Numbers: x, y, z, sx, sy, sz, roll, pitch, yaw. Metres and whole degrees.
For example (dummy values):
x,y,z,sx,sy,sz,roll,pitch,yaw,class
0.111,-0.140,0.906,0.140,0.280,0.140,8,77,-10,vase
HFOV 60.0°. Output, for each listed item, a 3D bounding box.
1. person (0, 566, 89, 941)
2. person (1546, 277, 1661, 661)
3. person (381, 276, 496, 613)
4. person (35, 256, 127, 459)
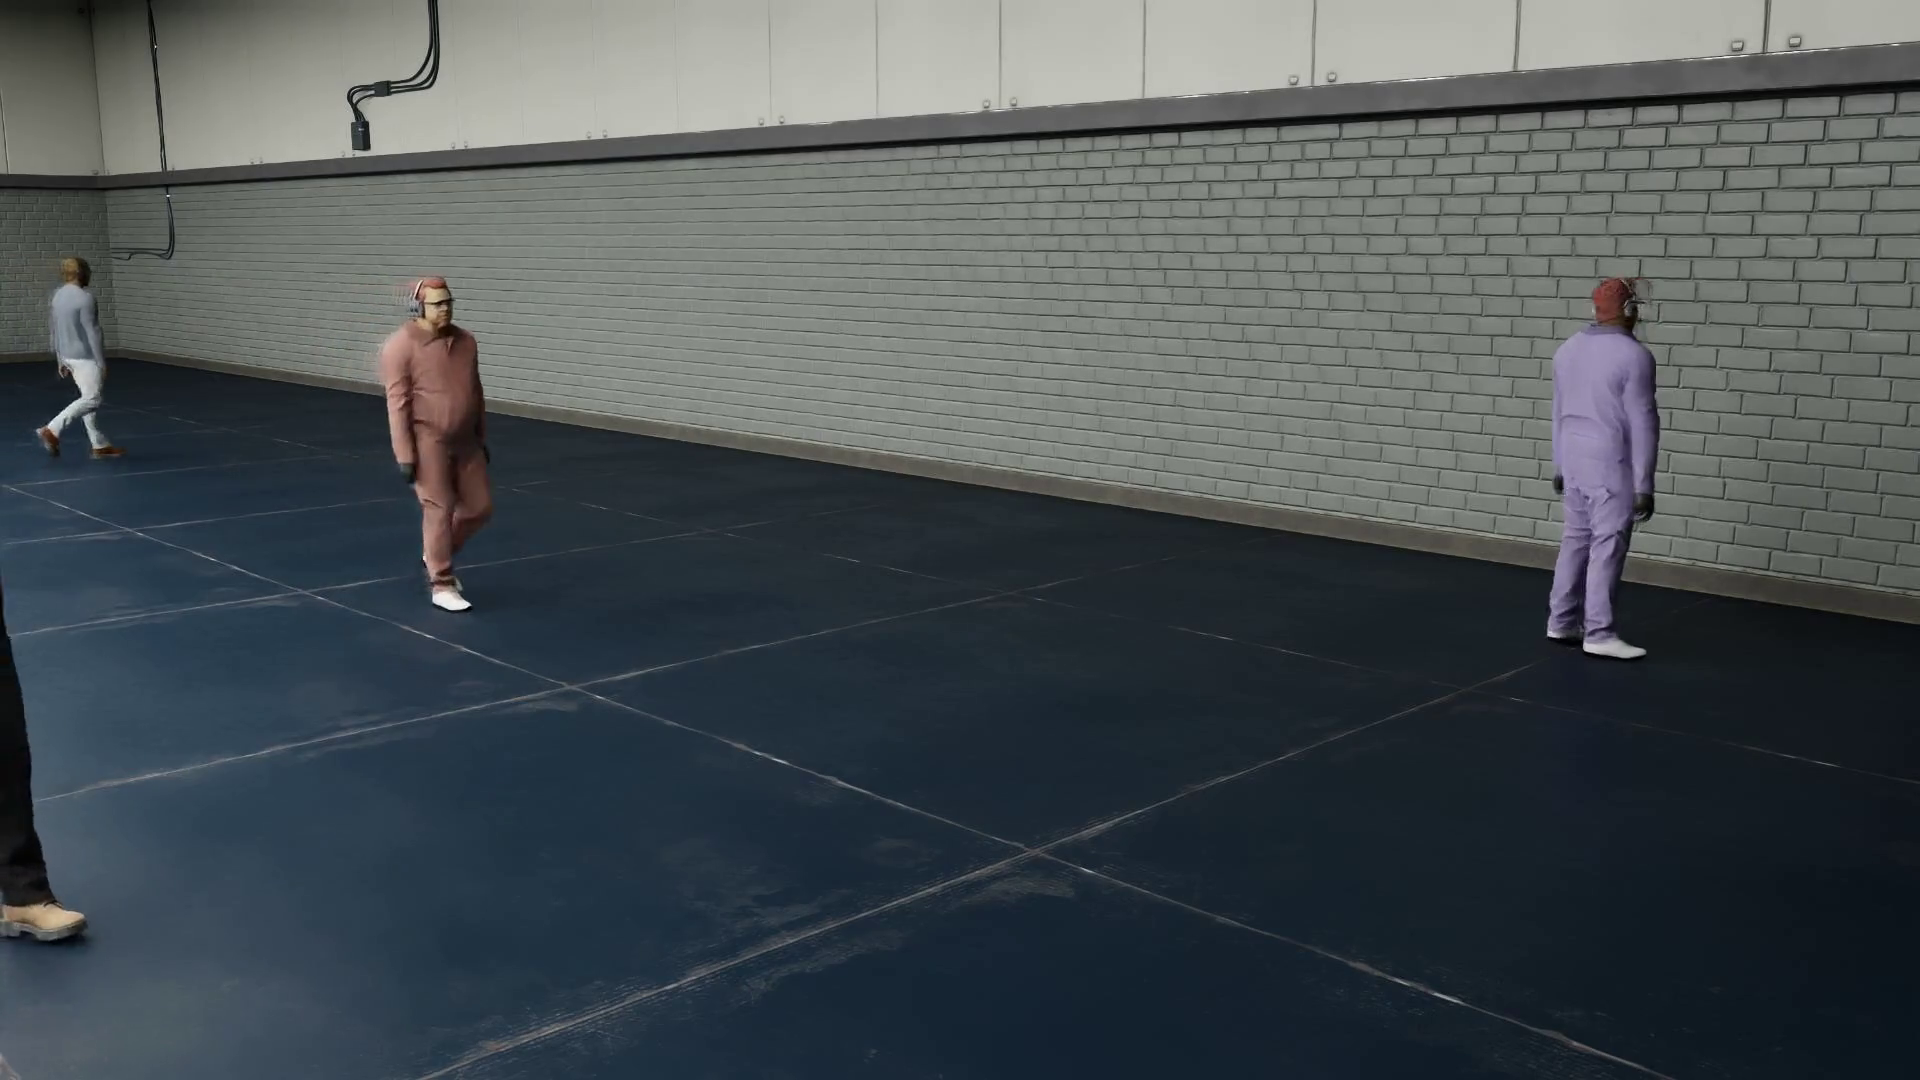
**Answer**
x,y,z,sx,sy,sz,roll,pitch,yaw,class
-3.068,0.307,4.943,0.787,1.826,0.519,3,11,17,person
3.249,-0.357,8.384,0.402,1.899,0.705,-3,11,-17,person
-2.924,-0.543,9.402,0.457,1.886,0.660,6,12,30,person
-8.303,-1.690,15.578,0.629,1.921,0.765,8,13,38,person
